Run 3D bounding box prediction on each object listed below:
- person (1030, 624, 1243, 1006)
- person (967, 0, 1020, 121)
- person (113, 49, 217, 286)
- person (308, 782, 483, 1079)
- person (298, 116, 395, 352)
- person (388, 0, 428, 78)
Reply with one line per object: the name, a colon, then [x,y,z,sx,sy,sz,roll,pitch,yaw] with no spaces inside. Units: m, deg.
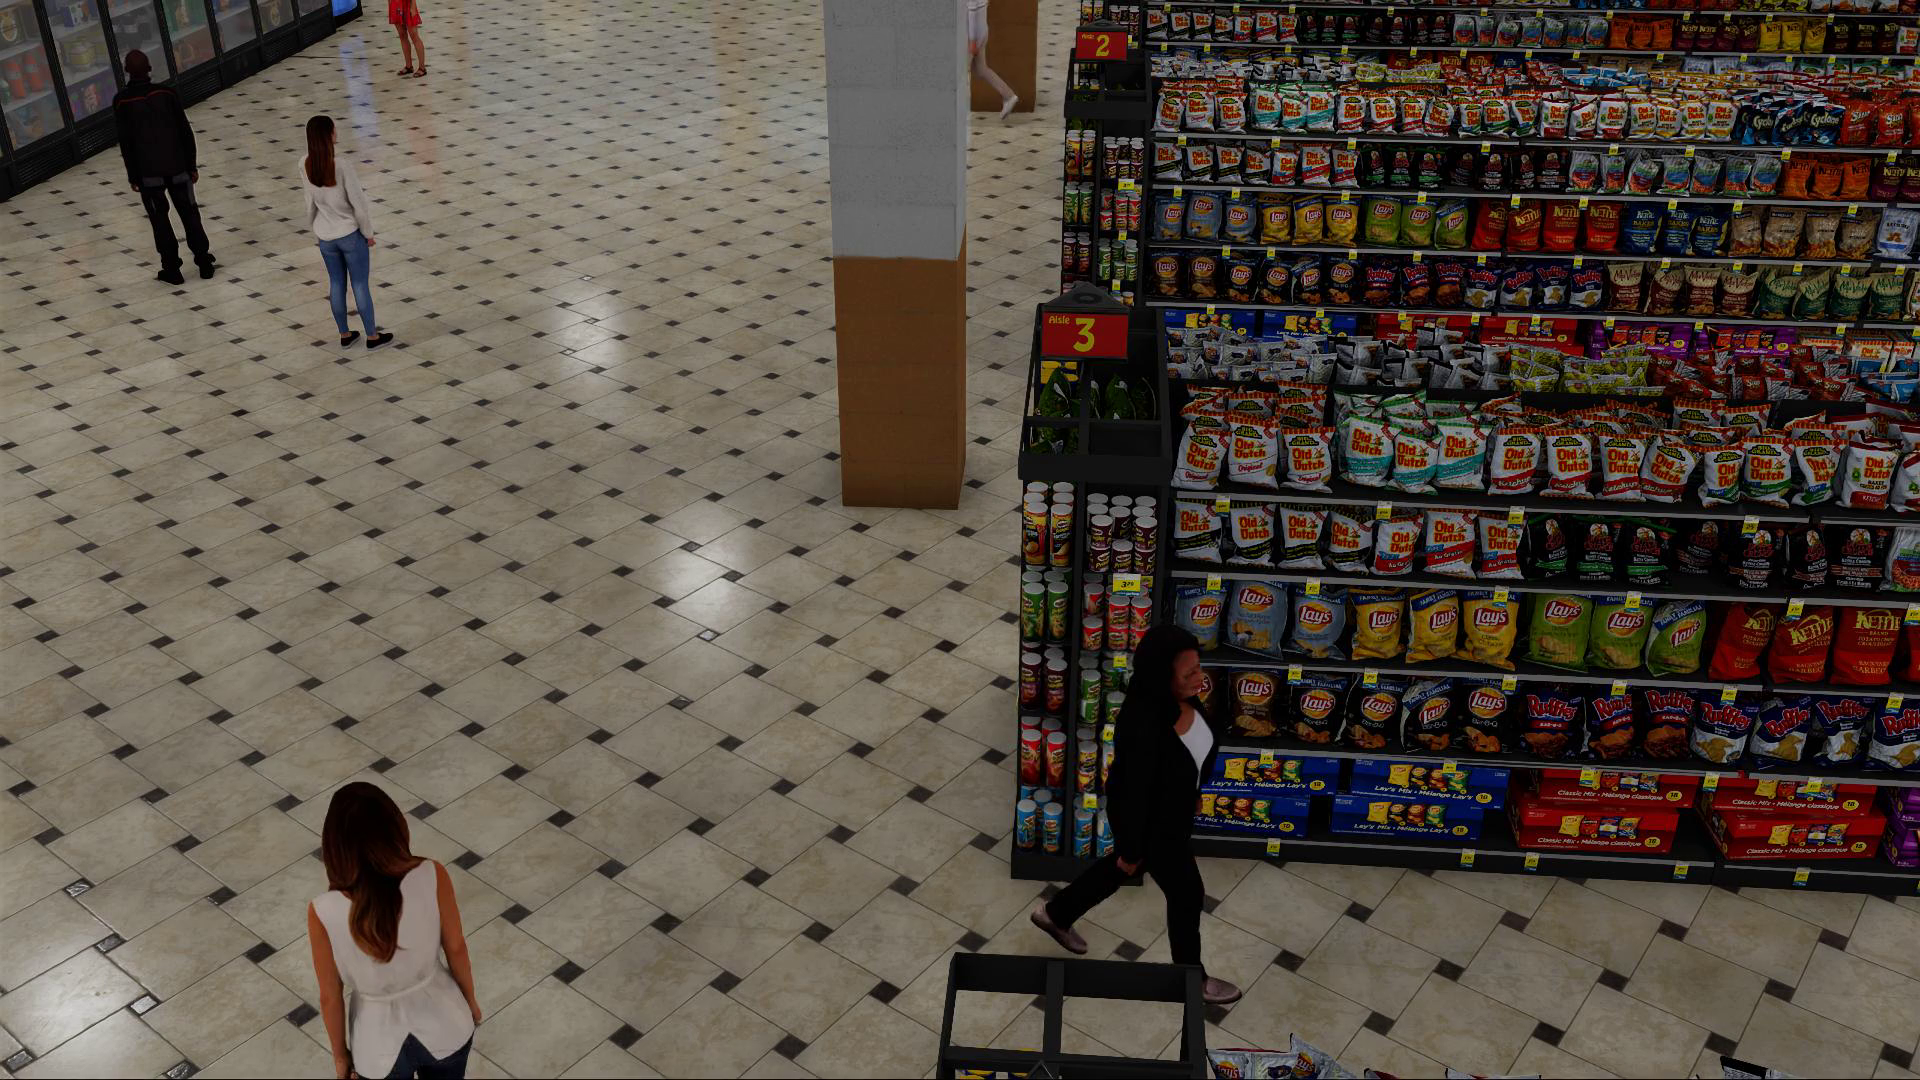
person: [0.628,0.996,6.124,1.100,1.586,0.721,6,29,10]
person: [0.227,-5.283,17.371,1.181,1.830,0.858,9,30,16]
person: [-6.272,-2.926,13.059,0.771,1.825,0.852,-19,34,-31]
person: [-1.621,1.535,4.947,0.949,1.768,0.928,-13,31,-23]
person: [-4.391,-2.171,11.816,0.534,1.692,0.709,7,29,13]
person: [-6.454,-6.203,19.304,0.597,1.592,0.708,14,32,24]
